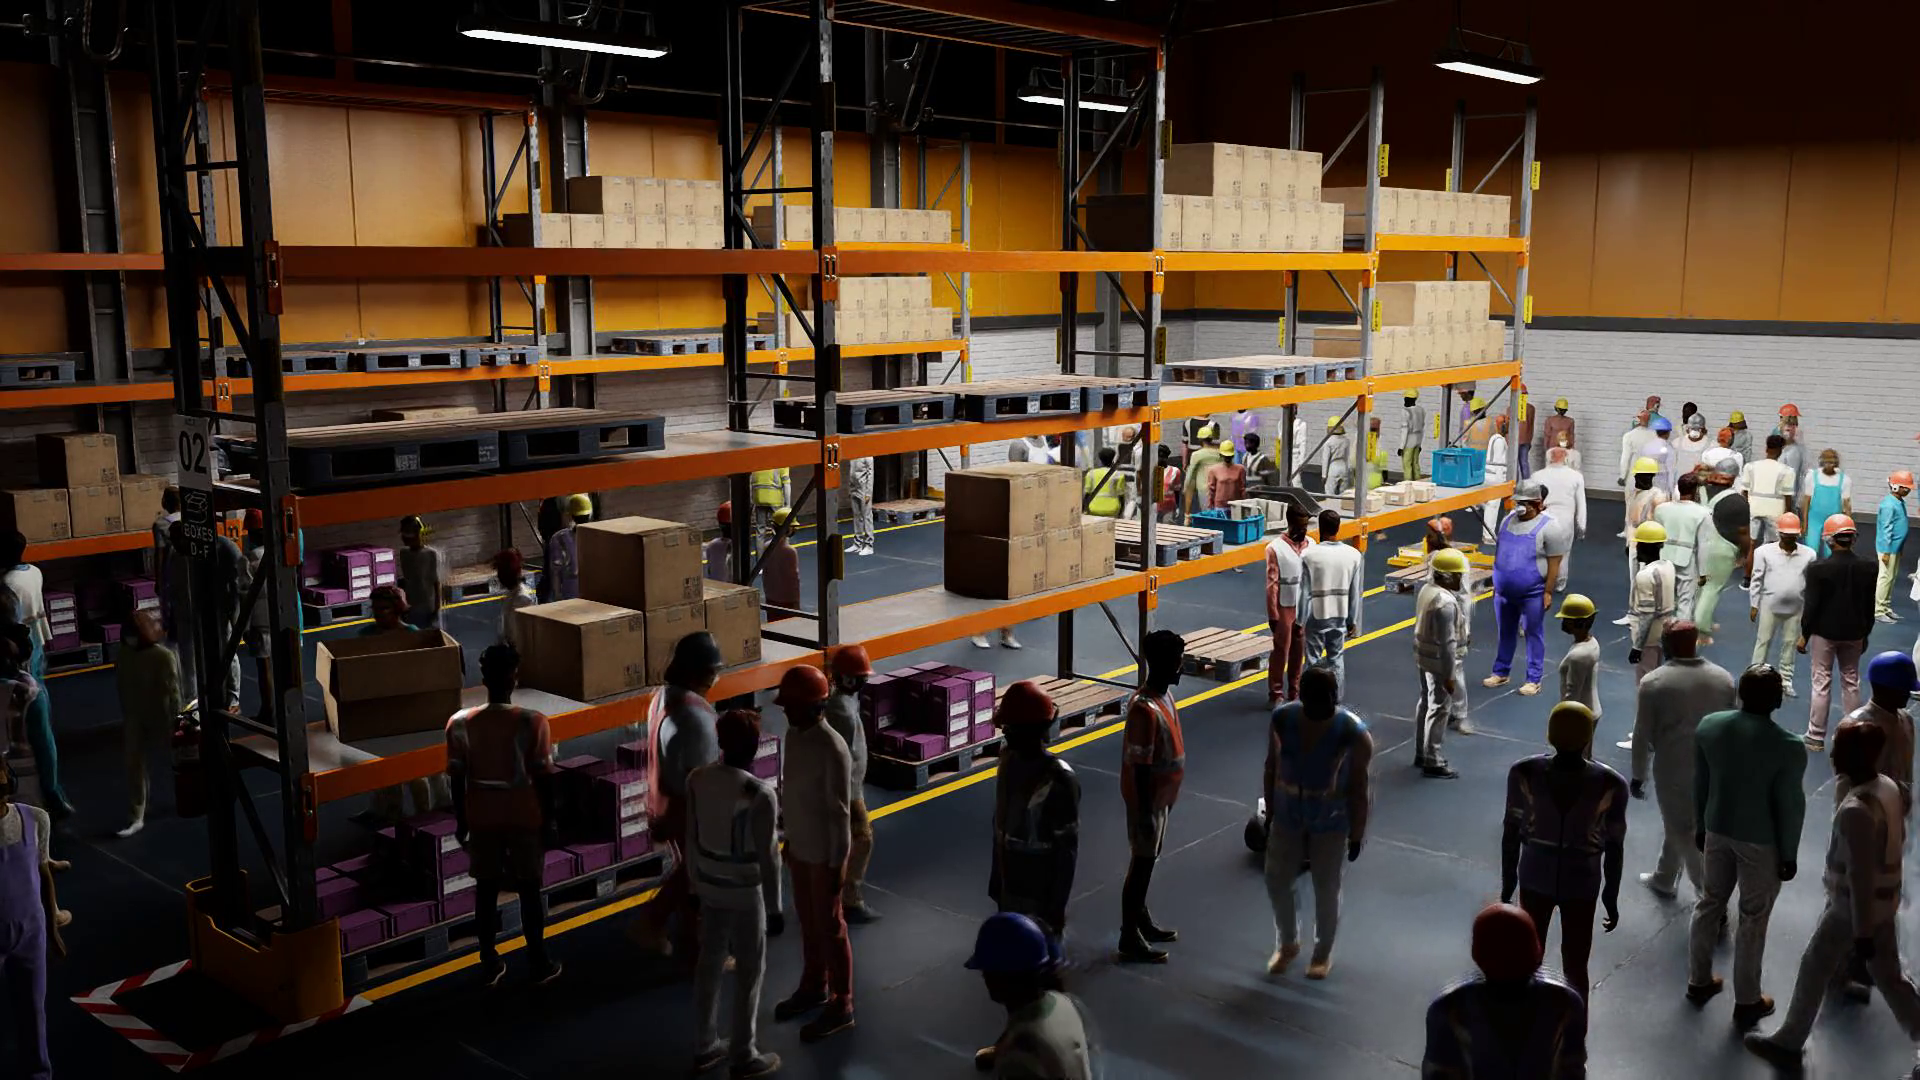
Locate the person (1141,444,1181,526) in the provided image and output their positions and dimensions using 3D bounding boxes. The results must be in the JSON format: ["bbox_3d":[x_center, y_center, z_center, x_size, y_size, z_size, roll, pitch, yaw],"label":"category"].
[{"bbox_3d":[2.632,-0.418,21.817,0.533,1.693,0.319,1,10,6],"label":"person"}]

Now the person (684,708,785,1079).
[{"bbox_3d":[-1.127,1.760,8.287,0.601,1.875,0.370,7,12,36],"label":"person"}]

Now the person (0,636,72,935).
[{"bbox_3d":[-5.736,1.487,10.011,0.624,1.841,0.430,0,10,-2],"label":"person"}]

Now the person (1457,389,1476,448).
[{"bbox_3d":[8.675,-1.704,28.488,0.404,2.033,0.607,6,11,32],"label":"person"}]

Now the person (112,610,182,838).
[{"bbox_3d":[-5.834,1.266,12.055,0.510,1.600,0.827,1,10,7],"label":"person"}]

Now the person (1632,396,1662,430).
[{"bbox_3d":[11.202,-1.388,26.983,0.410,1.905,0.641,-4,10,-22],"label":"person"}]

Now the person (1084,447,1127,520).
[{"bbox_3d":[1.886,-0.369,21.590,0.543,1.675,0.396,4,10,25],"label":"person"}]

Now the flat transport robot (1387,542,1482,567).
[{"bbox_3d":[6.426,0.184,22.461,0.652,0.197,1.431,9,13,43],"label":"flat transport robot"}]

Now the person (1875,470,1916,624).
[{"bbox_3d":[10.528,0.071,18.756,0.348,1.740,0.575,8,12,40],"label":"person"}]

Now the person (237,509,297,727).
[{"bbox_3d":[-6.069,0.680,14.570,0.384,1.929,0.543,7,12,35],"label":"person"}]

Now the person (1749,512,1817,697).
[{"bbox_3d":[7.682,0.604,15.533,0.573,1.749,0.342,2,10,11],"label":"person"}]

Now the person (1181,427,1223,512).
[{"bbox_3d":[3.441,-0.732,23.586,0.539,1.728,0.871,-6,11,-34],"label":"person"}]

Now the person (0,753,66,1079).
[{"bbox_3d":[-4.445,1.867,7.721,0.325,1.843,0.517,8,13,41],"label":"person"}]

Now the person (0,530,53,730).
[{"bbox_3d":[-7.591,0.864,13.482,0.388,1.921,0.593,-2,10,-11],"label":"person"}]

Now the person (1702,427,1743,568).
[{"bbox_3d":[10.112,-0.562,22.114,0.357,1.881,0.574,-7,12,-35],"label":"person"}]

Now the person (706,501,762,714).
[{"bbox_3d":[-2.028,0.613,14.961,0.378,1.937,0.553,-9,13,-43],"label":"person"}]

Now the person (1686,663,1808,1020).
[{"bbox_3d":[4.243,1.613,8.997,0.364,1.931,0.629,-6,11,-32],"label":"person"}]

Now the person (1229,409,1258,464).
[{"bbox_3d":[4.820,-1.580,28.132,0.712,1.904,0.592,-9,13,-43],"label":"person"}]

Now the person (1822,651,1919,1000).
[{"bbox_3d":[5.075,1.561,9.243,0.614,1.945,0.404,-6,11,-33],"label":"person"}]

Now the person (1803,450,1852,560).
[{"bbox_3d":[10.428,-0.178,20.022,0.543,1.811,0.696,4,10,25],"label":"person"}]

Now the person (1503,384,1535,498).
[{"bbox_3d":[9.580,-1.700,28.572,0.622,1.992,0.396,-5,11,-27],"label":"person"}]

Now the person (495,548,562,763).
[{"bbox_3d":[-3.374,0.979,12.964,0.473,1.870,0.797,-2,10,-14],"label":"person"}]

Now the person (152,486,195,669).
[{"bbox_3d":[-7.825,0.374,16.684,0.361,1.834,0.519,7,12,37],"label":"person"}]

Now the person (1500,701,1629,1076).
[{"bbox_3d":[3.007,1.728,8.335,0.585,1.918,0.379,4,10,22],"label":"person"}]

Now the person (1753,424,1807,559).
[{"bbox_3d":[11.301,-0.658,22.707,0.845,1.875,0.656,3,10,15],"label":"person"}]

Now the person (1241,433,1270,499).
[{"bbox_3d":[4.087,-0.670,23.407,0.718,1.660,0.542,-4,10,-24],"label":"person"}]

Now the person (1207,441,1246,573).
[{"bbox_3d":[3.481,-0.431,21.721,0.527,1.752,0.339,-1,10,-9],"label":"person"}]

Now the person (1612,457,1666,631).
[{"bbox_3d":[7.532,0.043,18.368,0.366,1.927,0.585,-1,10,-8],"label":"person"}]

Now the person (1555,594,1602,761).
[{"bbox_3d":[4.322,1.246,11.696,0.337,1.757,0.518,6,11,31],"label":"person"}]

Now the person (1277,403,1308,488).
[{"bbox_3d":[5.246,-1.272,26.371,0.351,1.880,0.576,-7,12,-37],"label":"person"}]

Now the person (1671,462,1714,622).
[{"bbox_3d":[8.409,-0.018,19.113,0.581,1.804,0.937,2,10,13],"label":"person"}]

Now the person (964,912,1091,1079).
[{"bbox_3d":[0.385,2.194,5.632,0.898,1.904,0.632,3,10,19],"label":"person"}]

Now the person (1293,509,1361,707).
[{"bbox_3d":[3.227,0.683,14.621,0.602,1.906,0.411,-3,10,-17],"label":"person"}]

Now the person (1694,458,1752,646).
[{"bbox_3d":[8.106,0.096,17.713,0.910,2.000,0.700,-6,11,-31],"label":"person"}]

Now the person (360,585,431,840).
[{"bbox_3d":[-3.942,1.208,11.676,0.582,1.839,0.388,5,11,26],"label":"person"}]

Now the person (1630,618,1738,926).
[{"bbox_3d":[4.537,1.428,10.342,0.654,1.855,0.945,-2,10,-13],"label":"person"}]

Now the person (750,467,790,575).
[{"bbox_3d":[-2.479,-0.498,21.607,0.593,1.922,0.378,2,10,13],"label":"person"}]

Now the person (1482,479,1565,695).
[{"bbox_3d":[5.284,0.435,15.688,0.536,2.000,0.677,-7,12,-37],"label":"person"}]

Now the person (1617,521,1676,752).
[{"bbox_3d":[5.718,0.800,13.845,0.388,1.926,0.590,8,13,41],"label":"person"}]

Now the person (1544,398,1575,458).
[{"bbox_3d":[10.188,-1.534,28.283,0.525,1.762,0.340,0,10,-3],"label":"person"}]

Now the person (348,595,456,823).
[{"bbox_3d":[-4.048,1.205,12.039,0.759,1.721,0.578,1,10,7],"label":"person"}]

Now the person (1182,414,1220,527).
[{"bbox_3d":[3.697,-1.187,25.424,0.614,2.029,0.409,6,11,31],"label":"person"}]

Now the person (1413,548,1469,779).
[{"bbox_3d":[3.801,0.962,13.171,0.403,1.832,0.593,0,10,-2],"label":"person"}]

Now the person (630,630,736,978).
[{"bbox_3d":[-1.496,1.487,9.407,0.573,2.000,0.683,-4,10,-25],"label":"person"}]
